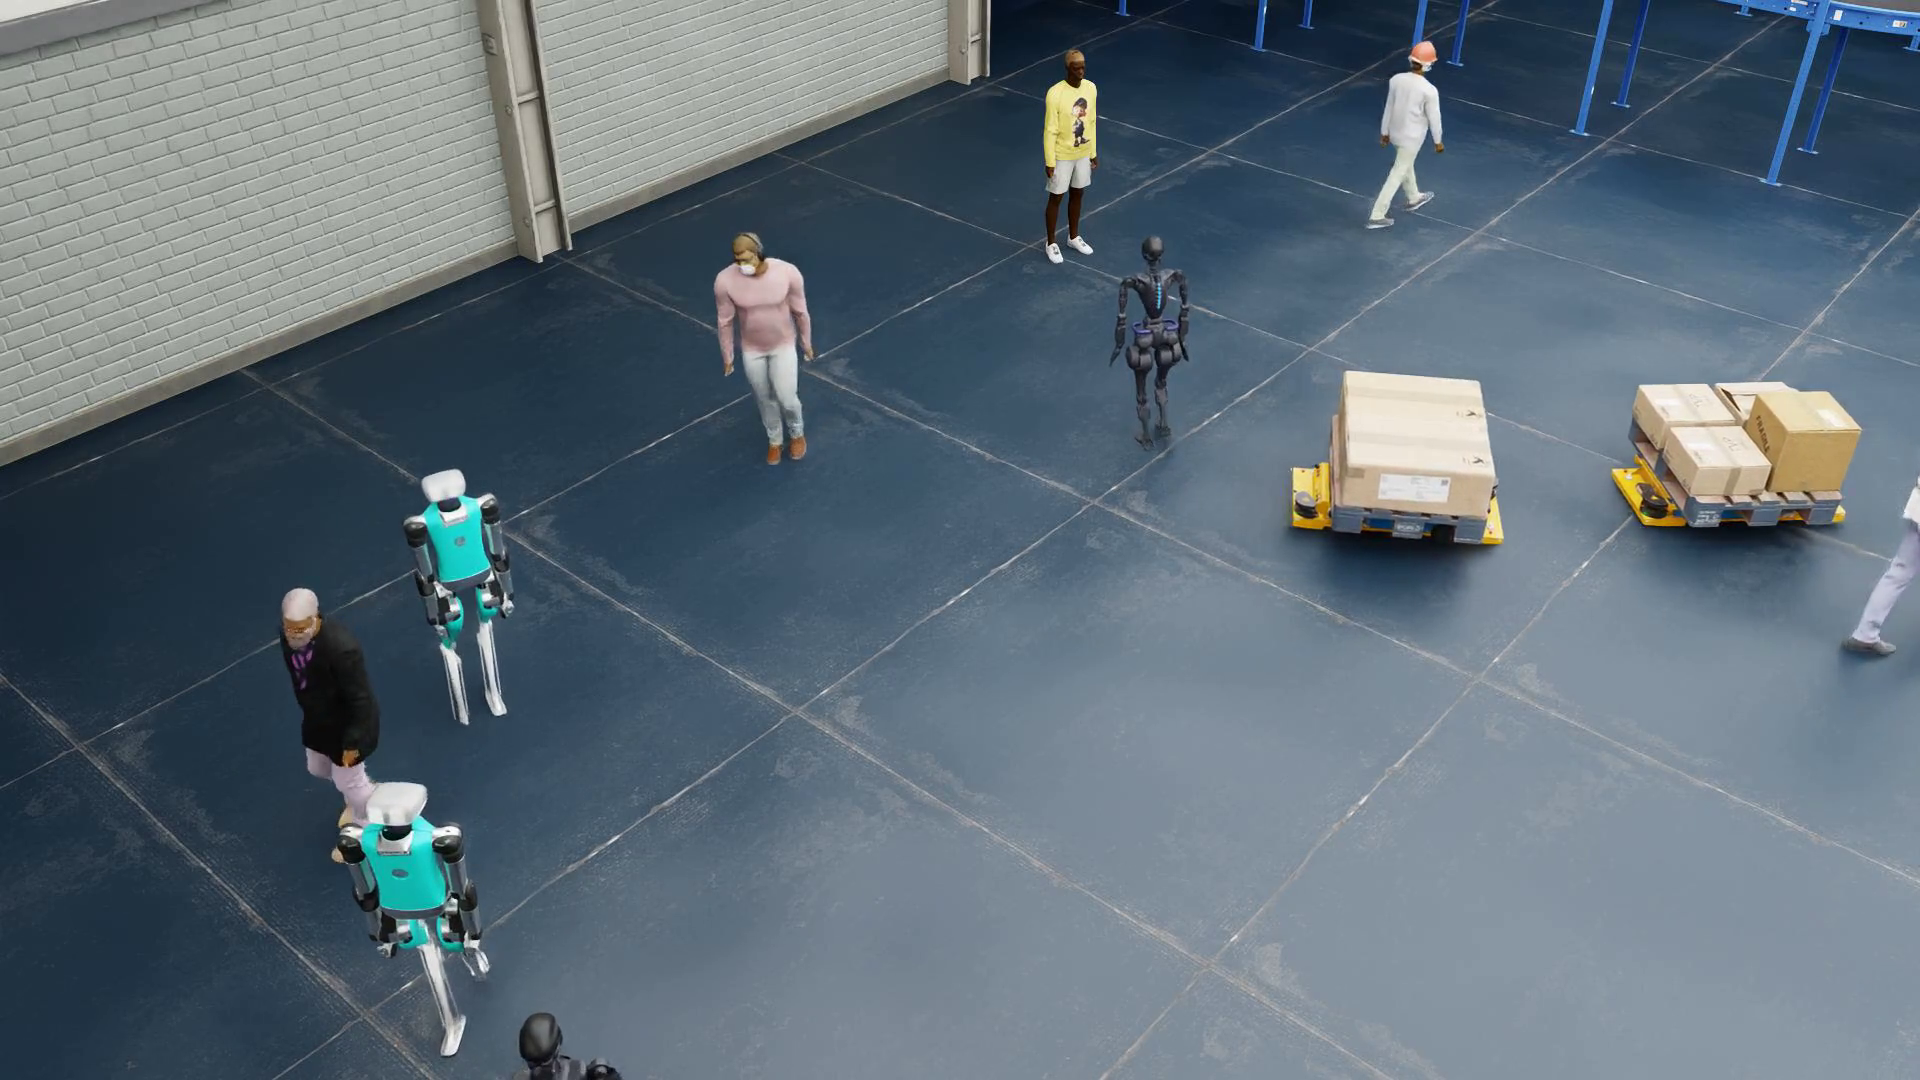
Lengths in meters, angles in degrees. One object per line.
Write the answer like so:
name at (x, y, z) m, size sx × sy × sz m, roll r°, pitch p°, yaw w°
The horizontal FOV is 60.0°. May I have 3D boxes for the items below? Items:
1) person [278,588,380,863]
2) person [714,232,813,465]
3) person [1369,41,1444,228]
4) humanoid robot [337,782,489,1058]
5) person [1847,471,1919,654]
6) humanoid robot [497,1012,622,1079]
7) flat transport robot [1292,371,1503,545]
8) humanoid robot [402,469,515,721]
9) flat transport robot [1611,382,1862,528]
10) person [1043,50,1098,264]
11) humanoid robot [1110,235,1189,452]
person at (-3.248, 0.937, 8.733) m, size 0.590 × 1.818 × 0.483 m, roll 19°, pitch 40°, yaw 24°
person at (-1.395, -1.364, 11.896) m, size 0.653 × 1.904 × 0.473 m, roll 1°, pitch 35°, yaw 1°
person at (4.221, -3.770, 15.442) m, size 0.874 × 1.704 × 0.560 m, roll -15°, pitch 38°, yaw -20°
humanoid robot at (-2.447, 1.682, 7.832) m, size 0.548 × 1.862 × 0.834 m, roll -1°, pitch 35°, yaw -2°
person at (6.077, -0.098, 10.226) m, size 0.950 × 1.772 × 0.644 m, roll -15°, pitch 38°, yaw -20°
humanoid robot at (-1.544, 2.470, 6.712) m, size 0.585 × 1.635 × 0.608 m, roll -8°, pitch 36°, yaw -11°
flat transport robot at (3.087, -0.281, 11.783) m, size 1.431 × 0.231 × 0.659 m, roll 5°, pitch 36°, yaw 8°
humanoid robot at (-2.911, 0.302, 9.721) m, size 0.534 × 1.830 × 0.658 m, roll -19°, pitch 39°, yaw -24°
flat transport robot at (5.490, -0.363, 11.897) m, size 1.431 × 0.231 × 0.659 m, roll -1°, pitch 35°, yaw -2°
person at (0.978, -3.417, 14.782) m, size 0.545 × 1.899 × 0.375 m, roll -20°, pitch 40°, yaw -26°
humanoid robot at (1.411, -1.437, 12.202) m, size 0.601 × 1.644 × 0.371 m, roll -7°, pitch 36°, yaw -9°
